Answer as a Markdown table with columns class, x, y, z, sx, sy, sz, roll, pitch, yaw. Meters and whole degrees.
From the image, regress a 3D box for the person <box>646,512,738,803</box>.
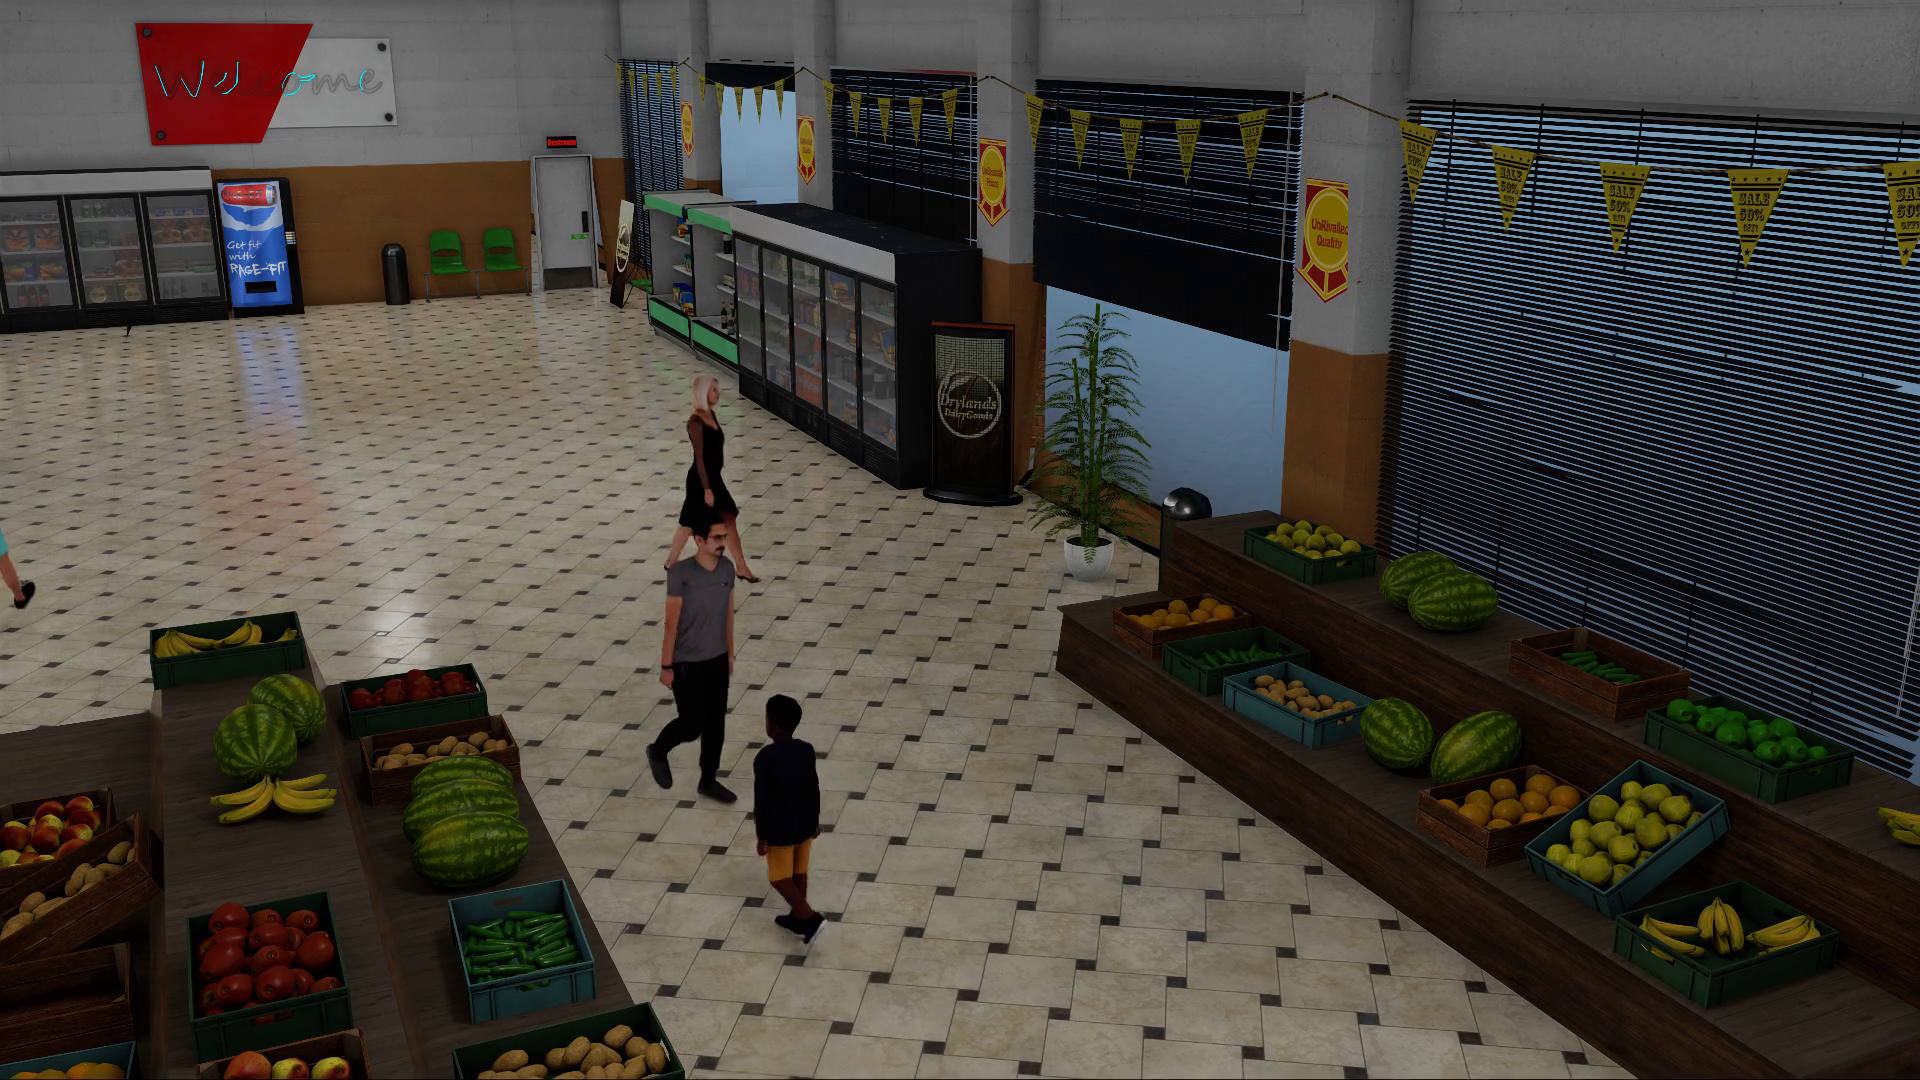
| class | x | y | z | sx | sy | sz | roll | pitch | yaw |
| --- | --- | --- | --- | --- | --- | --- | --- | --- | --- |
| person | -1.541 | 0.669 | 9.482 | 0.805 | 1.733 | 0.904 | -16 | 23 | -42 |

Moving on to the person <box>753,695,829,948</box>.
| class | x | y | z | sx | sy | sz | roll | pitch | yaw |
| --- | --- | --- | --- | --- | --- | --- | --- | --- | --- |
| person | -0.794 | 1.375 | 7.981 | 0.651 | 1.254 | 0.777 | -13 | 21 | -36 |

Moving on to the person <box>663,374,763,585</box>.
| class | x | y | z | sx | sy | sz | roll | pitch | yaw |
| --- | --- | --- | --- | --- | --- | --- | --- | --- | --- |
| person | -2.095 | -0.433 | 13.165 | 1.095 | 1.700 | 1.073 | 4 | 17 | 14 |
